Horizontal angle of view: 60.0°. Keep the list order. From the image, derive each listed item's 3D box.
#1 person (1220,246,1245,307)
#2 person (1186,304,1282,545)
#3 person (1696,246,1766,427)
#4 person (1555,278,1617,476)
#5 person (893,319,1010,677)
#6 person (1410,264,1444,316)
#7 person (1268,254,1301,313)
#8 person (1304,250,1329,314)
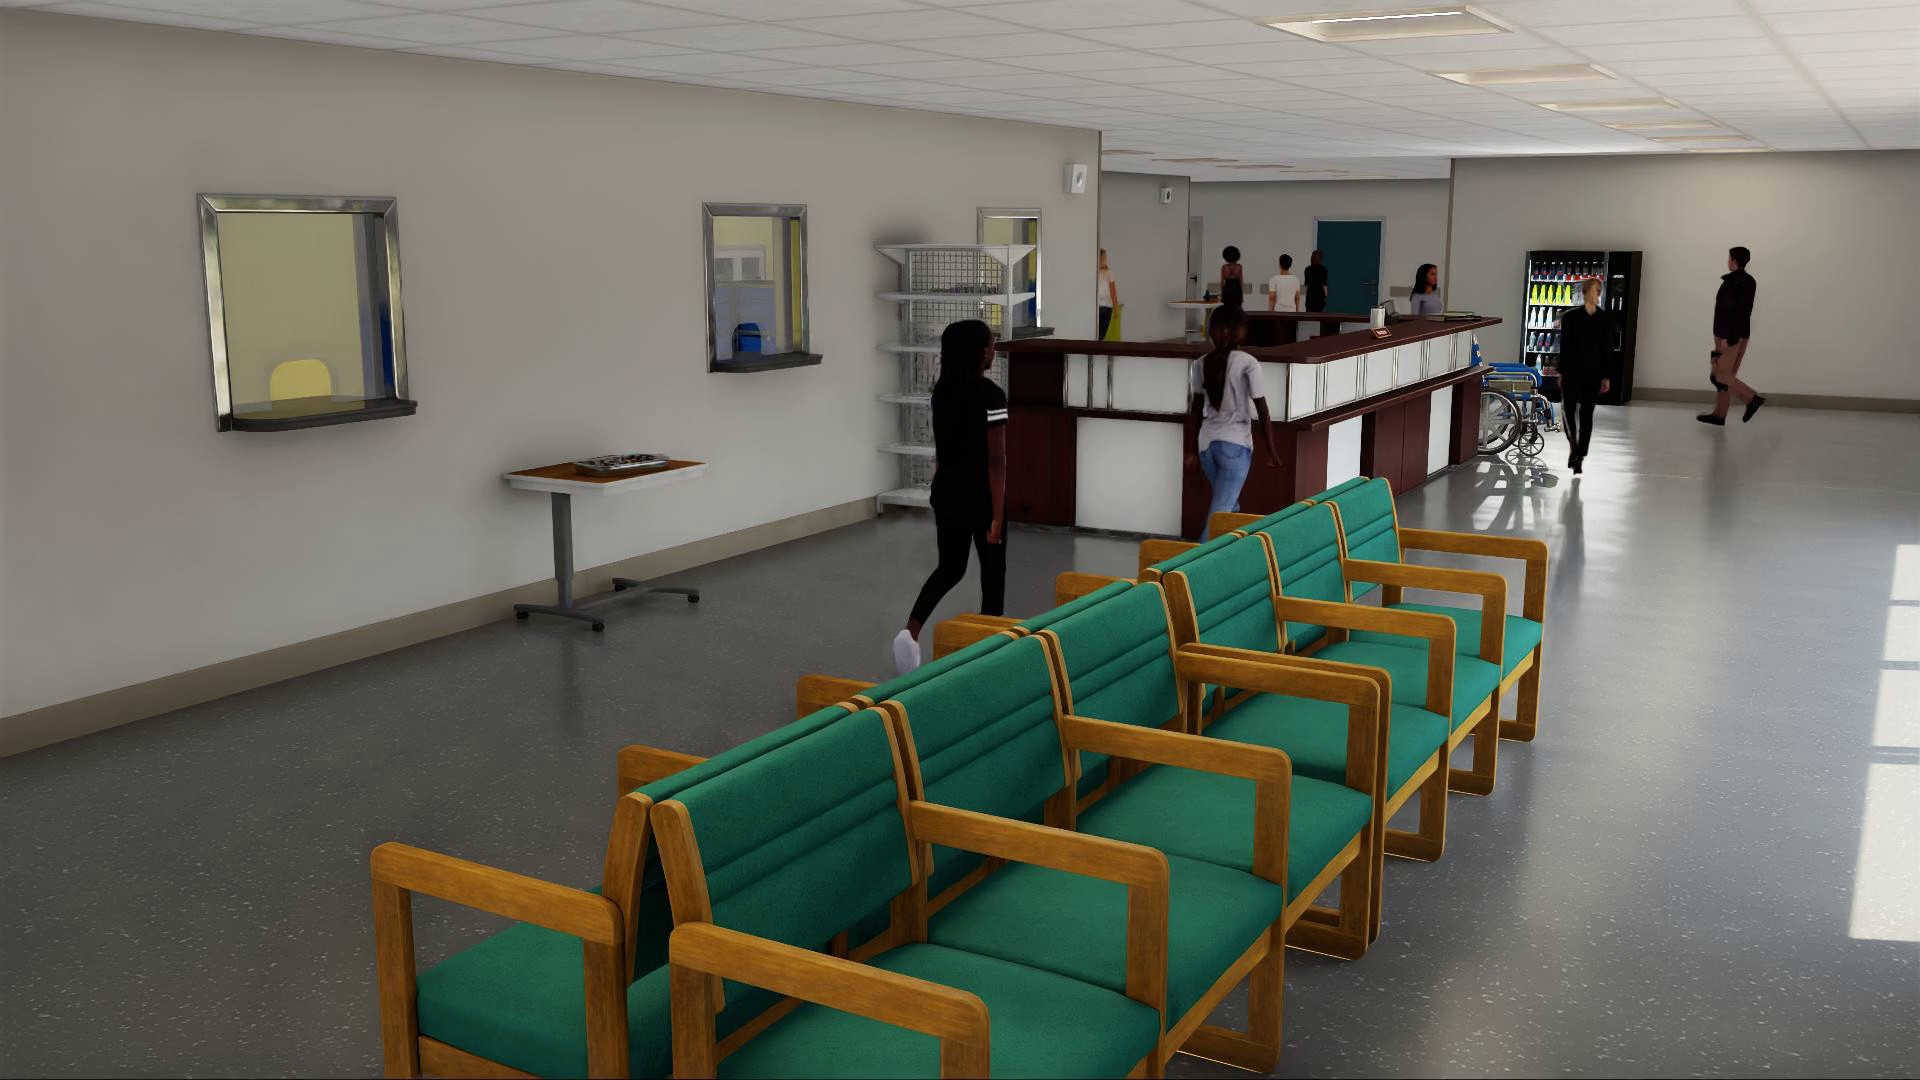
[{"bbox_3d":[4.743,-4.222,29.080,1.094,1.749,0.914,2,11,9],"label":"person"},{"bbox_3d":[1.443,-0.432,9.318,0.882,1.669,1.174,-10,15,-43],"label":"person"},{"bbox_3d":[8.273,-2.142,17.686,0.950,1.909,1.131,-8,13,-35],"label":"person"},{"bbox_3d":[5.327,-1.373,14.220,0.671,1.691,0.760,3,11,17],"label":"person"},{"bbox_3d":[-0.020,-0.144,7.686,0.996,1.711,0.773,9,14,39],"label":"person"},{"bbox_3d":[4.948,-2.109,18.056,0.937,1.707,1.199,-8,13,-35],"label":"person"},{"bbox_3d":[4.693,-3.279,24.096,0.671,1.722,0.757,-2,11,-8],"label":"person"},{"bbox_3d":[6.406,-4.367,29.954,0.433,1.706,0.647,7,13,32],"label":"person"}]
